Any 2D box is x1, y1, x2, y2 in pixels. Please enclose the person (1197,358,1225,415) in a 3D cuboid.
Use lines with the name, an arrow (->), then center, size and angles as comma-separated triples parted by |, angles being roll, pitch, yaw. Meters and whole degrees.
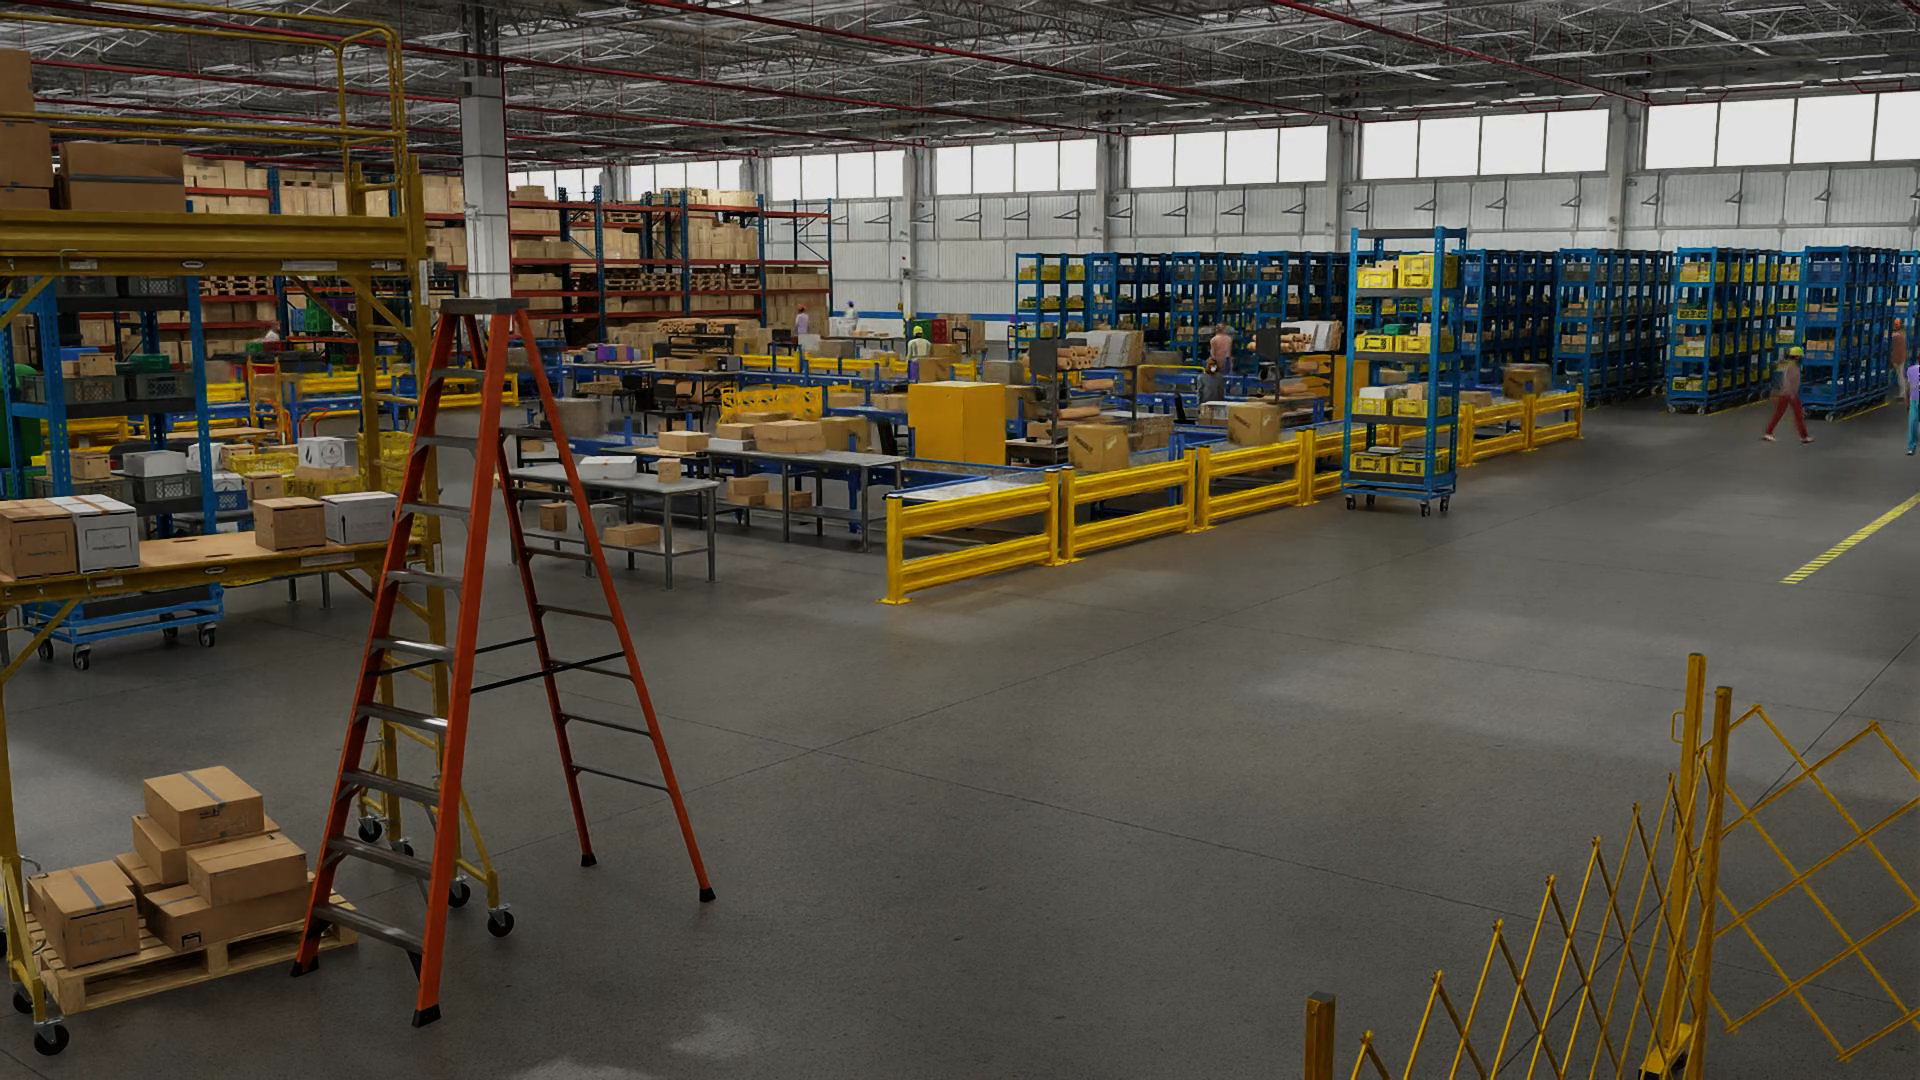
person -> 4.196, -2.230, 27.825 | 0.499, 1.634, 0.279 | -2, 9, -14

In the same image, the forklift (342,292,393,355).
forklift -> -16.485, -5.622, 45.120 | 1.129, 2.768, 1.873 | 7, 11, 37

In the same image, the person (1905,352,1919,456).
person -> 16.196, -2.332, 27.918 | 0.579, 1.817, 0.865 | 8, 12, 42

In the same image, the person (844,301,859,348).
person -> -4.425, -8.794, 67.900 | 0.665, 1.915, 0.461 | 2, 9, 15

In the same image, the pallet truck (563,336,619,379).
pallet truck -> -10.690, -5.294, 48.215 | 1.601, 1.201, 0.680 | -5, 10, -26

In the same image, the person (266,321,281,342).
person -> -17.182, -4.590, 41.861 | 0.979, 1.843, 0.776 | -3, 10, -21

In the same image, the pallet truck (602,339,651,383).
pallet truck -> -8.991, -4.871, 45.351 | 0.653, 1.274, 1.630 | 7, 11, 37

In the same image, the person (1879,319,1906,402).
person -> 22.177, -4.273, 39.598 | 0.686, 1.936, 0.924 | -5, 11, -30

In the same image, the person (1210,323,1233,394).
person -> 6.209, -4.226, 39.623 | 0.643, 1.858, 1.015 | -4, 10, -22

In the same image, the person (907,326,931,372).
person -> -0.966, -4.049, 38.587 | 0.591, 1.826, 0.403 | -6, 11, -31

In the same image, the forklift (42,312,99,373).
forklift -> -23.779, -5.451, 44.052 | 1.873, 2.768, 1.129 | 7, 11, 36

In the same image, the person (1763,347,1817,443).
person -> 14.960, -2.607, 29.913 | 0.530, 1.723, 0.882 | -7, 11, -36

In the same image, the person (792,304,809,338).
person -> -5.472, -7.183, 57.654 | 1.044, 1.997, 0.631 | 4, 10, 24
